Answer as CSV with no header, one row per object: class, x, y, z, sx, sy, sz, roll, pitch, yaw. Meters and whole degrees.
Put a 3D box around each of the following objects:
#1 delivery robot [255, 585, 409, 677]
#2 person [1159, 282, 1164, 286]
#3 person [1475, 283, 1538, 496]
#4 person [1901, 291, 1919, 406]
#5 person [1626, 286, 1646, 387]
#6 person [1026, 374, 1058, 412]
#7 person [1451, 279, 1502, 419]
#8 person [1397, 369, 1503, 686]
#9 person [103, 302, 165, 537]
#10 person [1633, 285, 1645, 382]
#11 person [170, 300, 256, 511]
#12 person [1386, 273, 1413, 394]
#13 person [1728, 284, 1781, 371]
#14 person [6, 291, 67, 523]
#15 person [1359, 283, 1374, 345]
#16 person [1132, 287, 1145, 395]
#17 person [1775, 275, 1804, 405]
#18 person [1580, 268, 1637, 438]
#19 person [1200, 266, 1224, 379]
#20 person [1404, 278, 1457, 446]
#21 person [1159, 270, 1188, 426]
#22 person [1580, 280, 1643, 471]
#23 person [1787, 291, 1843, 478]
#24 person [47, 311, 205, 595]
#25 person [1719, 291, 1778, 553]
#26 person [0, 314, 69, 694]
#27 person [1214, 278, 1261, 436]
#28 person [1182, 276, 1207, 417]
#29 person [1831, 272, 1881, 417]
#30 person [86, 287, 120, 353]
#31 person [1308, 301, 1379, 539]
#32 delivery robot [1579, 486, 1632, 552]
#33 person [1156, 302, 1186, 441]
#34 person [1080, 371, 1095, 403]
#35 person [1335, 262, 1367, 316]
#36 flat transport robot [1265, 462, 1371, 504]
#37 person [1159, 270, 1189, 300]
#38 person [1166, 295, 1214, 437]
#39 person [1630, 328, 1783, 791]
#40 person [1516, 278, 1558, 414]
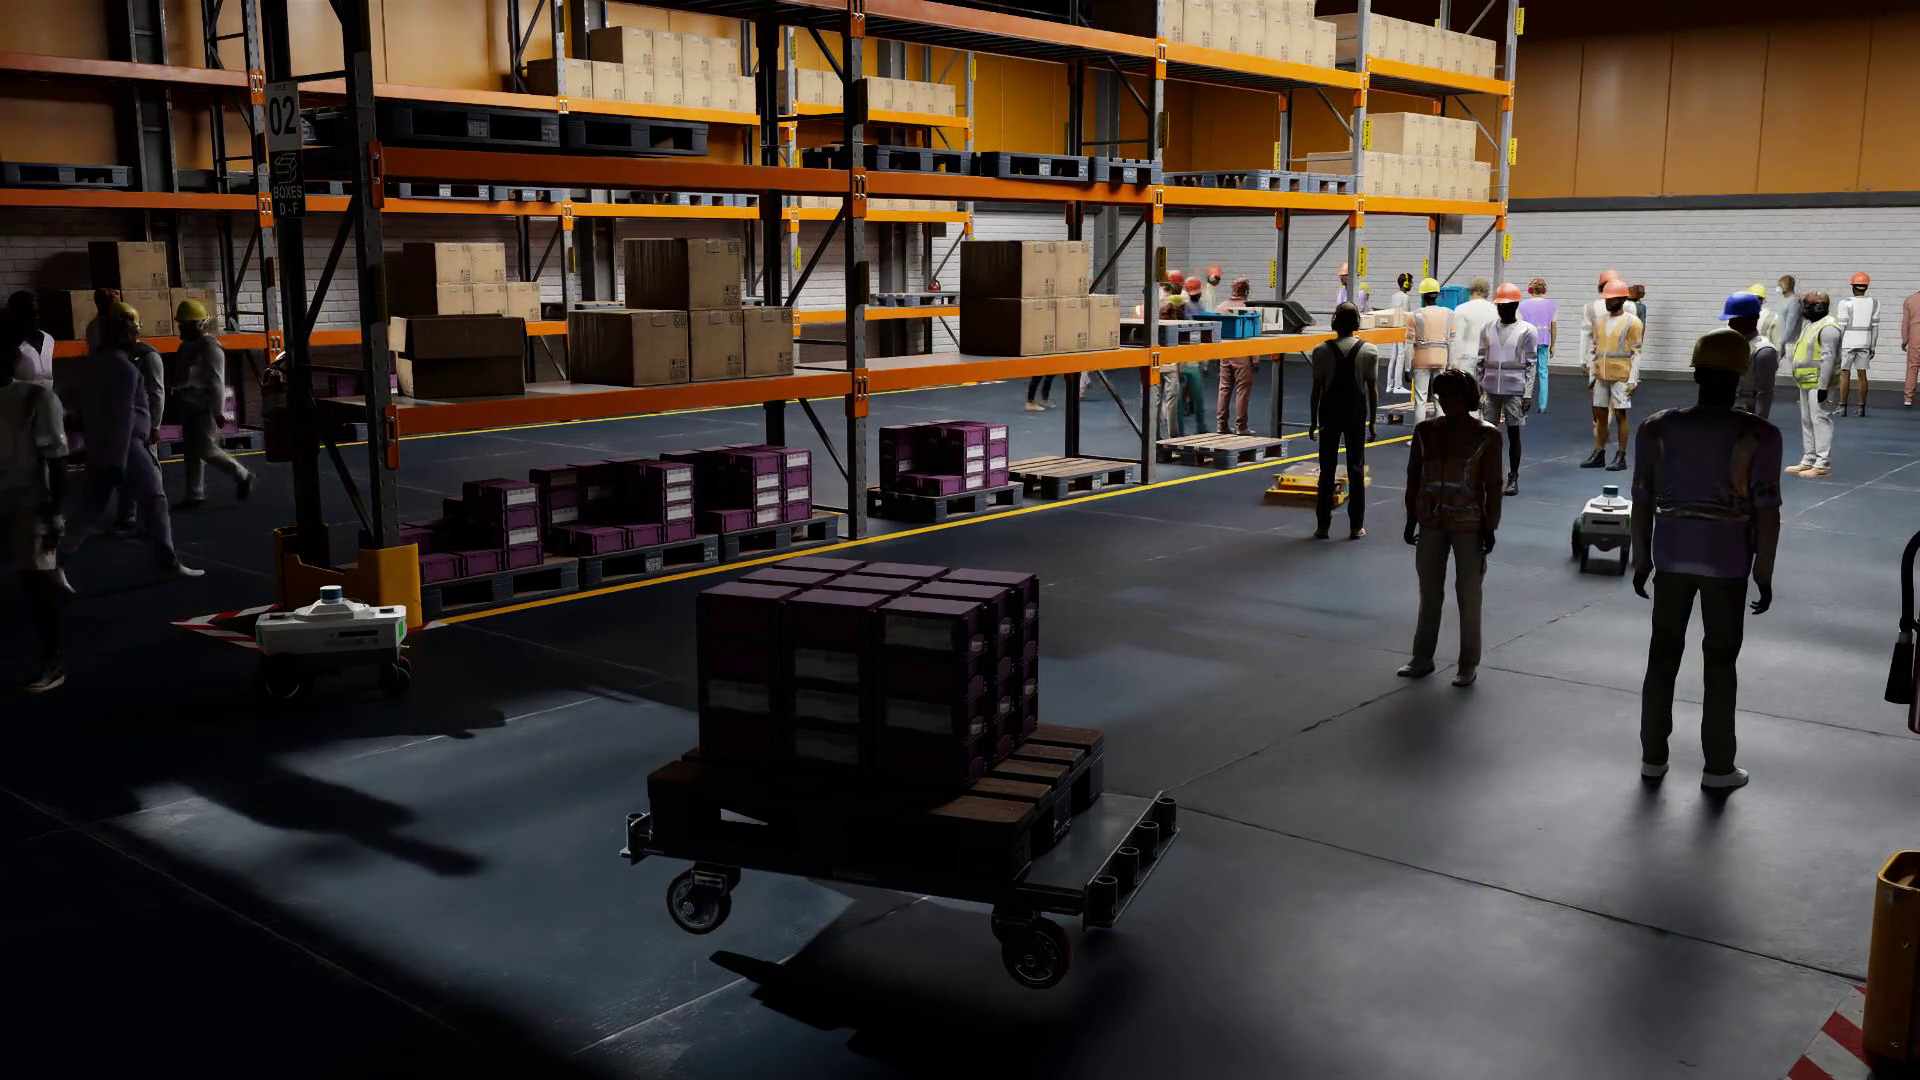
delivery robot,-3.152,0.473,8.376,0.707,0.478,0.477,-3,11,-17
person,3.500,-3.591,28.081,0.324,1.860,0.521,7,12,34
person,4.974,-1.375,15.229,0.550,1.937,0.357,7,12,36
person,13.774,-2.849,23.705,0.639,1.911,0.406,9,13,41
person,10.887,-3.307,27.091,0.501,1.633,0.283,1,10,8
person,1.175,-2.590,22.896,0.595,1.663,0.547,-1,10,-3
person,6.003,-2.085,19.422,0.737,1.901,0.464,-3,11,-19
person,2.548,-0.067,8.629,0.521,1.638,0.311,9,14,43
person,-6.508,-0.937,13.023,0.590,1.837,0.403,3,10,17
person,11.414,-3.496,28.150,0.312,1.642,0.512,3,10,15
person,-6.522,-1.161,14.348,0.615,1.816,0.632,8,13,40
person,6.863,-3.211,25.889,0.309,1.864,0.535,-2,10,-11
person,9.951,-2.297,20.867,0.626,1.794,0.851,6,12,32
person,-7.439,-1.028,13.306,0.384,1.918,0.596,2,10,10
person,6.036,-3.003,25.055,0.514,1.727,0.433,-6,12,-31
person,2.888,-3.060,25.552,0.553,1.681,0.430,4,11,20
person,11.923,-2.867,23.931,1.071,1.882,0.630,0,10,-1
person,7.604,-2.178,19.568,0.625,2.024,0.765,5,11,28
person,4.320,-3.691,28.405,1.019,1.936,0.632,4,11,20
person,5.301,-1.996,18.834,0.589,1.922,0.389,-1,10,-7
person,2.625,-2.414,21.016,0.508,1.980,0.638,-2,10,-11
person,6.617,-1.668,16.897,0.373,1.934,0.551,-6,12,-31
person,8.456,-1.534,16.448,0.431,1.835,0.632,2,10,10
person,-5.637,-0.579,10.965,0.656,1.854,1.010,7,12,35
person,5.766,-0.865,12.323,0.400,1.938,0.602,-1,10,-4
person,-4.777,-0.132,8.192,0.642,1.924,0.759,-1,10,-6
person,3.374,-2.217,20.154,0.641,1.901,0.400,9,14,42
person,3.183,-2.599,22.384,0.394,1.892,0.734,8,13,38
person,11.983,-2.614,22.285,0.553,1.935,0.362,1,10,3
person,-8.036,-1.446,15.787,0.575,1.885,0.355,8,13,39
person,2.970,-0.920,12.901,0.517,1.844,0.332,2,10,10
delivery robot,4.642,-0.146,11.900,0.477,0.478,0.707,4,11,24
person,2.396,-1.937,19.287,0.314,1.636,0.515,-10,14,-43
person,1.754,-2.951,24.305,0.565,1.913,0.635,-9,13,-40
person,5.675,-3.038,24.394,0.383,2.045,0.605,-5,11,-25
flat transport robot,3.292,-0.537,15.201,0.652,0.197,1.431,5,11,24
person,3.381,-3.427,27.046,0.648,1.896,0.399,-1,10,-3
person,2.669,-2.015,19.501,0.688,1.718,0.369,-1,10,-4
person,3.102,0.084,6.951,0.588,1.927,0.371,8,13,38
person,7.843,-2.640,22.689,0.565,1.846,0.390,0,10,1
